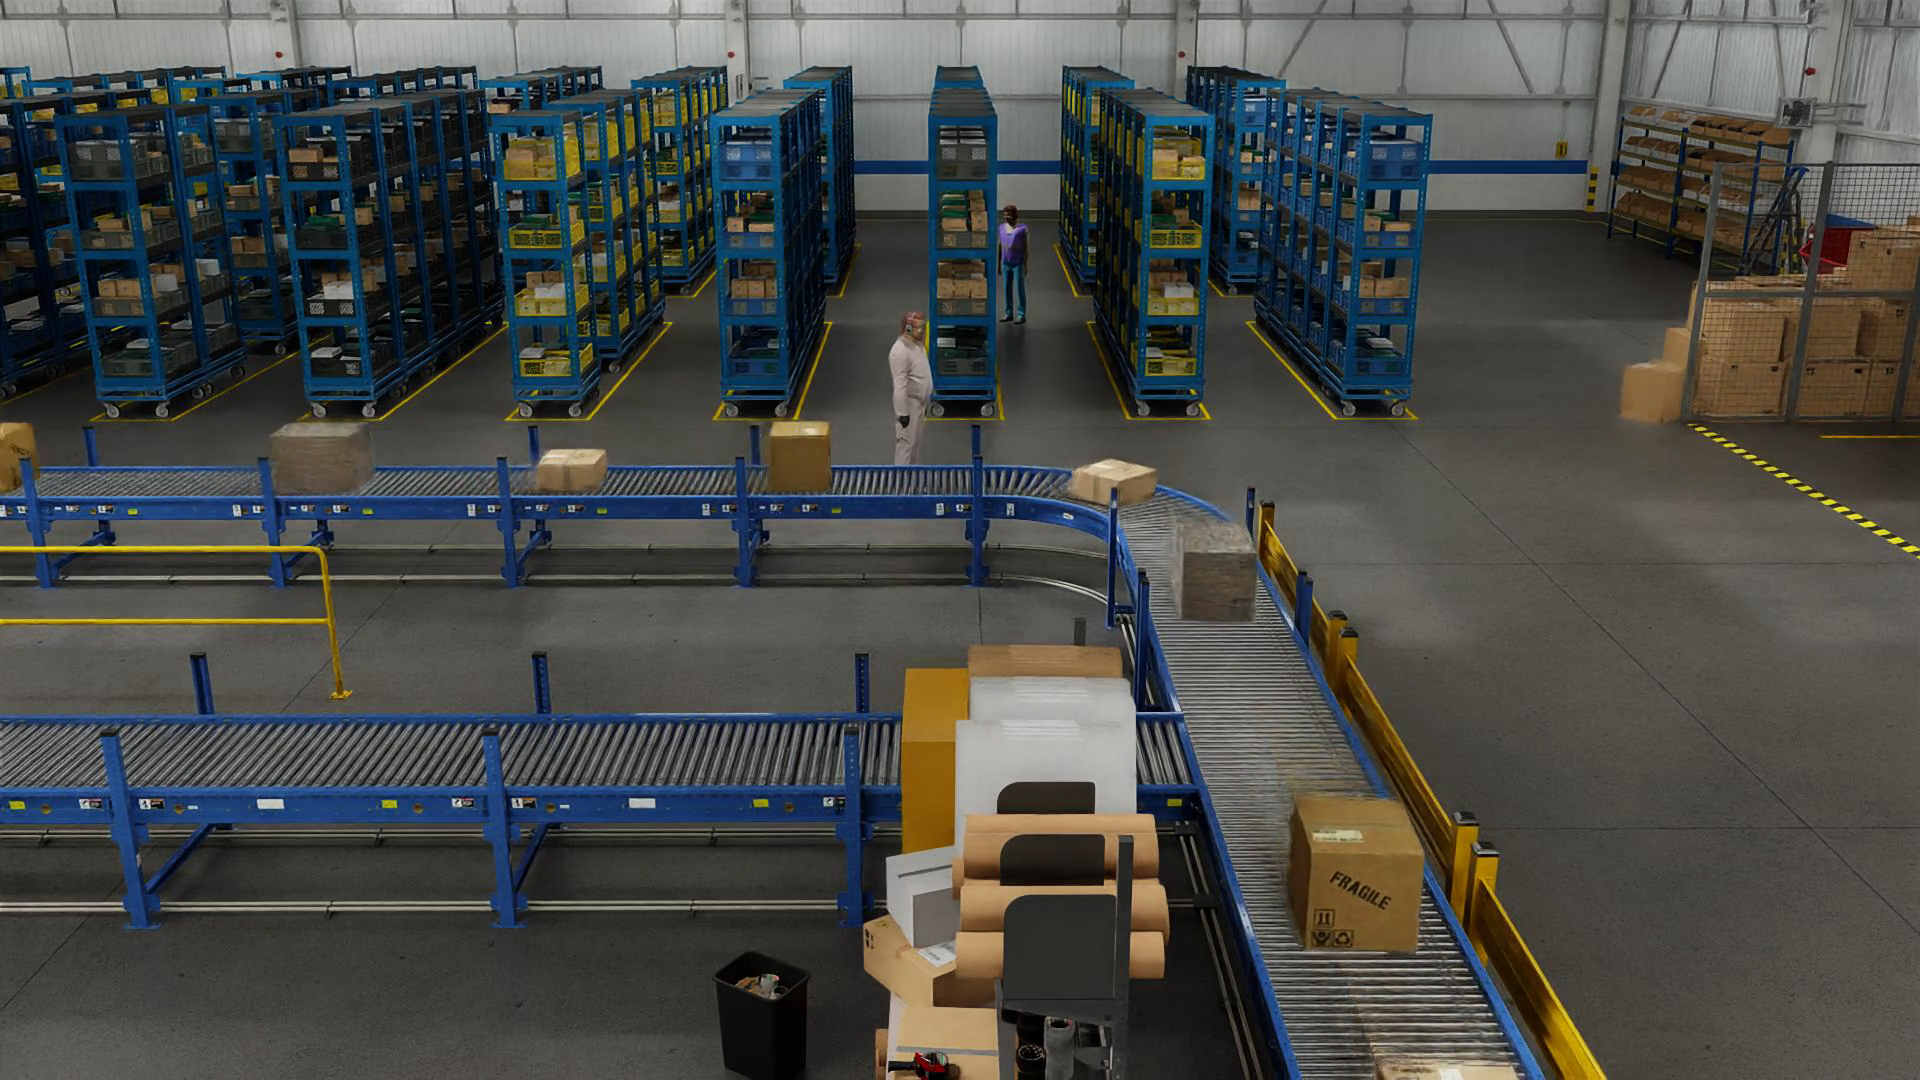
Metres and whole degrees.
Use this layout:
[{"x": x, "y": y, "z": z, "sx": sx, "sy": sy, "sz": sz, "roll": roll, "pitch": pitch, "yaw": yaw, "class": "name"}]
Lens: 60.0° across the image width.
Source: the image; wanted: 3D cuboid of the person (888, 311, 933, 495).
[{"x": -0.473, "y": -1.350, "z": 16.712, "sx": 0.410, "sy": 1.911, "sz": 0.640, "roll": 5, "pitch": 19, "yaw": 14, "class": "person"}]

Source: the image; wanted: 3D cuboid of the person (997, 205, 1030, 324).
[{"x": 0.827, "y": -4.299, "z": 25.923, "sx": 0.572, "sy": 1.831, "sz": 0.406, "roll": 12, "pitch": 21, "yaw": 32, "class": "person"}]
